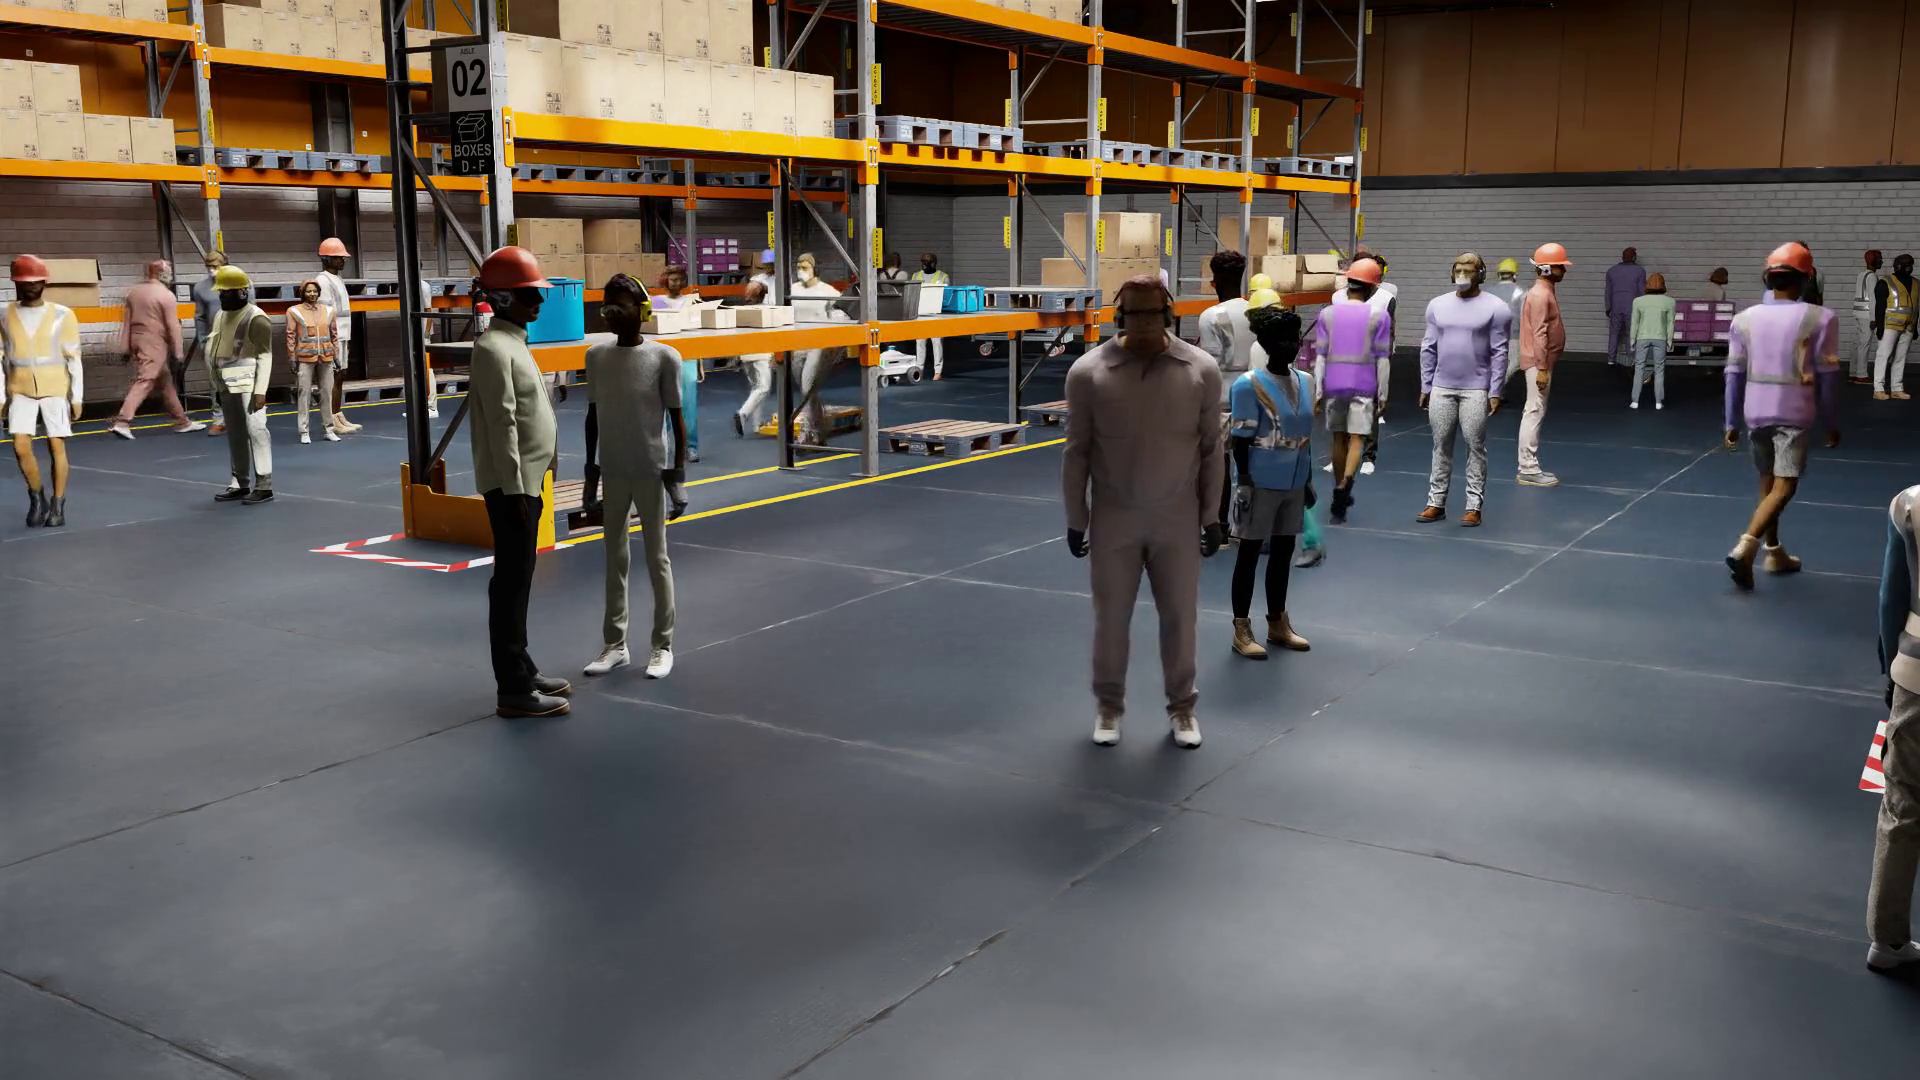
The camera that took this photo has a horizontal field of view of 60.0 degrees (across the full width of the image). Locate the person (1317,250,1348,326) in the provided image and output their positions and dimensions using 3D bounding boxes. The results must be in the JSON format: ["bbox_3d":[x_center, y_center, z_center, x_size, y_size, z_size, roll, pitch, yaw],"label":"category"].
[{"bbox_3d":[5.698,-3.467,25.337,1.024,1.875,0.590,8,13,36],"label":"person"}]

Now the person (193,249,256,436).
[{"bbox_3d":[-7.587,-2.028,17.198,0.640,1.926,0.415,0,10,-2],"label":"person"}]

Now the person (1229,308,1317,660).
[{"bbox_3d":[1.532,-0.275,8.112,0.532,1.696,0.319,-7,12,-34],"label":"person"}]

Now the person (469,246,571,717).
[{"bbox_3d":[-1.895,-0.247,7.124,0.375,1.995,0.611,-2,10,-10],"label":"person"}]

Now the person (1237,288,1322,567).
[{"bbox_3d":[2.045,-0.719,10.522,0.649,1.720,0.593,5,12,27],"label":"person"}]

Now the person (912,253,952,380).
[{"bbox_3d":[-0.446,-3.223,24.055,0.619,1.839,0.430,3,11,18],"label":"person"}]

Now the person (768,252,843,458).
[{"bbox_3d":[-1.478,-1.711,15.519,0.635,1.899,0.929,5,12,27],"label":"person"}]

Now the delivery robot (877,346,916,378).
[{"bbox_3d":[-0.945,-2.448,23.055,0.477,0.478,0.707,10,14,44],"label":"delivery robot"}]

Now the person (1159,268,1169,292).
[{"bbox_3d":[2.982,-3.629,26.048,0.587,1.930,0.361,4,11,20],"label":"person"}]

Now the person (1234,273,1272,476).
[{"bbox_3d":[2.533,-1.377,14.086,0.486,1.743,0.299,1,10,4],"label":"person"}]

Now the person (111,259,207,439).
[{"bbox_3d":[-8.321,-1.958,17.091,0.646,1.846,1.058,7,12,33],"label":"person"}]

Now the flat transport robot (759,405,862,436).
[{"bbox_3d":[-1.512,-1.273,17.588,0.652,0.197,1.431,4,11,20],"label":"flat transport robot"}]

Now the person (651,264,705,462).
[{"bbox_3d":[-2.655,-1.656,15.461,0.577,1.812,0.928,-4,11,-23],"label":"person"}]

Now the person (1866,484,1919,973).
[{"bbox_3d":[2.681,0.417,4.431,0.307,1.641,0.514,-5,11,-27],"label":"person"}]

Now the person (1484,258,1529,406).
[{"bbox_3d":[6.551,-2.492,20.067,0.608,1.810,0.605,-10,14,-43],"label":"person"}]

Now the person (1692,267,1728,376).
[{"bbox_3d":[11.241,-3.253,24.829,0.405,1.623,0.502,1,10,7],"label":"person"}]

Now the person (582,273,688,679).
[{"bbox_3d":[-1.509,-0.287,7.694,0.521,1.873,0.334,3,11,15],"label":"person"}]

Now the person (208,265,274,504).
[{"bbox_3d":[-5.547,-1.189,12.806,0.588,1.830,0.404,6,12,30],"label":"person"}]

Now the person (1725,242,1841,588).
[{"bbox_3d":[4.780,-0.732,9.776,0.958,2.017,0.605,-7,13,-36],"label":"person"}]

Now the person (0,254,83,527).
[{"bbox_3d":[-6.471,-1.033,11.678,0.580,1.921,0.450,-4,11,-20],"label":"person"}]

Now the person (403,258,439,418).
[{"bbox_3d":[-6.168,-2.311,18.927,0.328,1.865,0.521,-8,13,-38],"label":"person"}]

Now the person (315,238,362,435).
[{"bbox_3d":[-6.504,-2.125,17.396,0.376,2.042,0.615,-1,10,-7],"label":"person"}]

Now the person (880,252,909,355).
[{"bbox_3d":[-1.005,-3.744,26.971,0.541,1.822,0.759,4,11,20],"label":"person"}]

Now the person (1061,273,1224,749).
[{"bbox_3d":[0.728,-0.107,6.643,0.649,1.895,0.401,0,10,0],"label":"person"}]

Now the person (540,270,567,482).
[{"bbox_3d":[-3.349,-1.244,12.963,0.572,1.883,0.353,-1,10,-5],"label":"person"}]

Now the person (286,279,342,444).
[{"bbox_3d":[-6.455,-1.785,16.634,0.525,1.639,0.307,-9,14,-42],"label":"person"}]

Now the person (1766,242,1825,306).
[{"bbox_3d":[10.835,-2.875,21.559,0.695,2.000,0.965,3,11,17],"label":"person"}]

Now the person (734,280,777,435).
[{"bbox_3d":[-2.139,-1.873,17.181,0.508,1.608,0.691,6,12,31],"label":"person"}]

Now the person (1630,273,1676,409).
[{"bbox_3d":[8.318,-2.384,20.004,0.497,1.626,0.287,5,11,24],"label":"person"}]

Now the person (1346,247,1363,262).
[{"bbox_3d":[6.309,-3.657,26.250,1.065,1.930,0.625,2,10,9],"label":"person"}]

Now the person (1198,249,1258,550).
[{"bbox_3d":[1.766,-0.916,10.923,0.603,1.963,0.368,-8,13,-38],"label":"person"}]

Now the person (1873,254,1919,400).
[{"bbox_3d":[11.934,-2.704,21.162,0.626,1.846,0.429,-2,11,-13],"label":"person"}]

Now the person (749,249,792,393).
[{"bbox_3d":[-2.471,-2.826,21.684,0.637,1.889,1.011,1,10,5],"label":"person"}]

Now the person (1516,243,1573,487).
[{"bbox_3d":[4.823,-1.448,13.782,0.381,1.994,0.622,3,11,17],"label":"person"}]

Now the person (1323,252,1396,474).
[{"bbox_3d":[3.473,-1.534,14.471,0.592,1.919,0.392,7,12,33],"label":"person"}]

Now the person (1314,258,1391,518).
[{"bbox_3d":[2.871,-1.117,12.245,0.548,1.902,0.868,5,11,25],"label":"person"}]

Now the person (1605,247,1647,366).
[{"bbox_3d":[10.710,-3.744,26.747,0.651,1.906,0.403,9,14,41],"label":"person"}]

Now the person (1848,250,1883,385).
[{"bbox_3d":[12.787,-3.135,23.442,0.356,1.883,0.573,2,10,8],"label":"person"}]

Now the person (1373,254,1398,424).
[{"bbox_3d":[4.557,-2.207,18.351,0.521,1.865,0.328,2,10,11],"label":"person"}]

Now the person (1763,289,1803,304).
[{"bbox_3d":[7.970,-1.826,16.066,0.543,1.928,0.373,-8,13,-39],"label":"person"}]

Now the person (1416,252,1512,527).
[{"bbox_3d":[3.564,-1.066,11.822,0.631,1.940,0.372,7,13,36],"label":"person"}]
